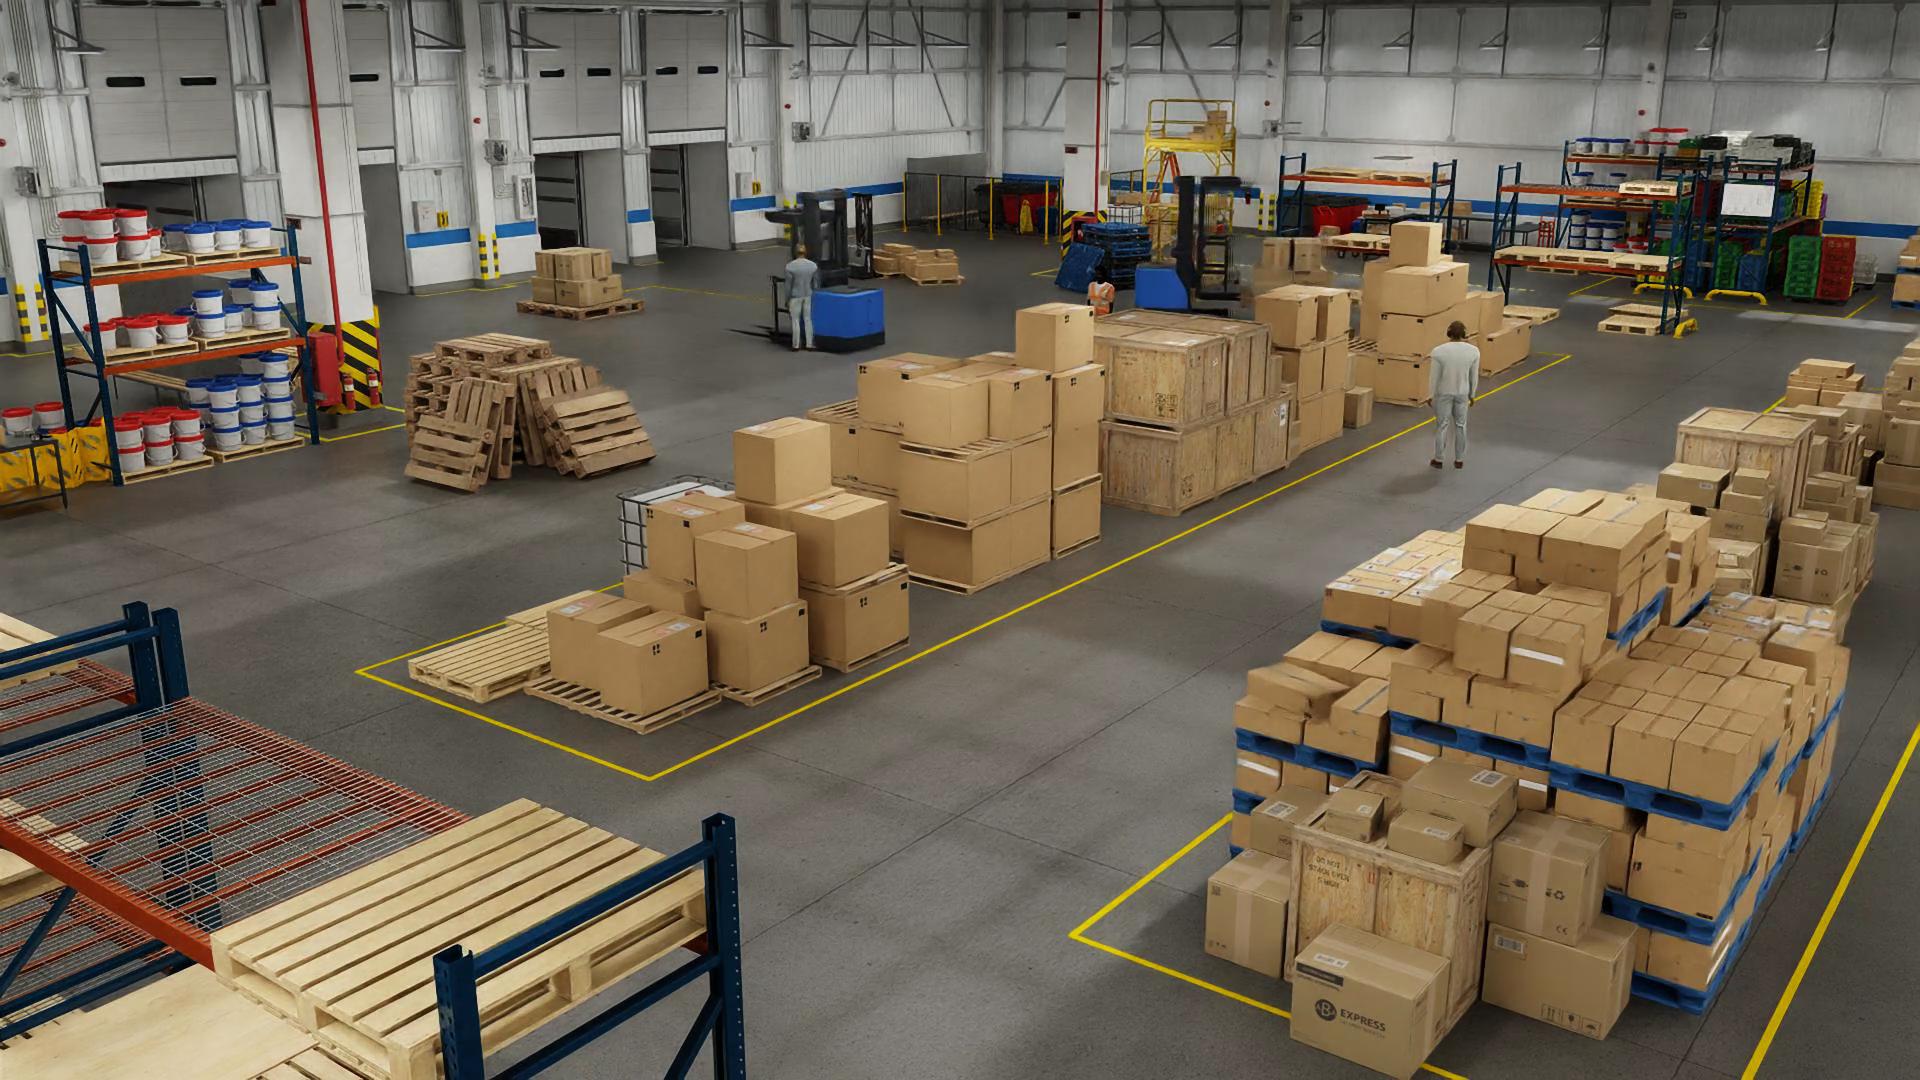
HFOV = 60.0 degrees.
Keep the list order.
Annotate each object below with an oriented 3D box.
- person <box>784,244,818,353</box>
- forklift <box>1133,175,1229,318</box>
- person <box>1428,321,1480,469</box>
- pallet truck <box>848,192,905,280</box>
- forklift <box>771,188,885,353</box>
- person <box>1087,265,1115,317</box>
[{"bbox_3d":[-2.830,-4.309,29.673,0.634,1.929,0.381,-9,19,-27],"label":"person"},{"bbox_3d":[4.411,-5.747,32.803,1.873,2.768,1.129,2,17,8],"label":"forklift"},{"bbox_3d":[6.393,-1.882,21.610,0.627,1.940,0.370,1,17,4],"label":"person"},{"bbox_3d":[-1.936,-7.159,38.982,1.885,1.965,0.823,-12,21,-34],"label":"pallet truck"},{"bbox_3d":[-2.376,-4.890,29.967,1.873,2.768,1.129,12,21,35],"label":"forklift"},{"bbox_3d":[2.403,-3.881,28.642,0.532,1.696,0.319,11,20,32],"label":"person"}]
